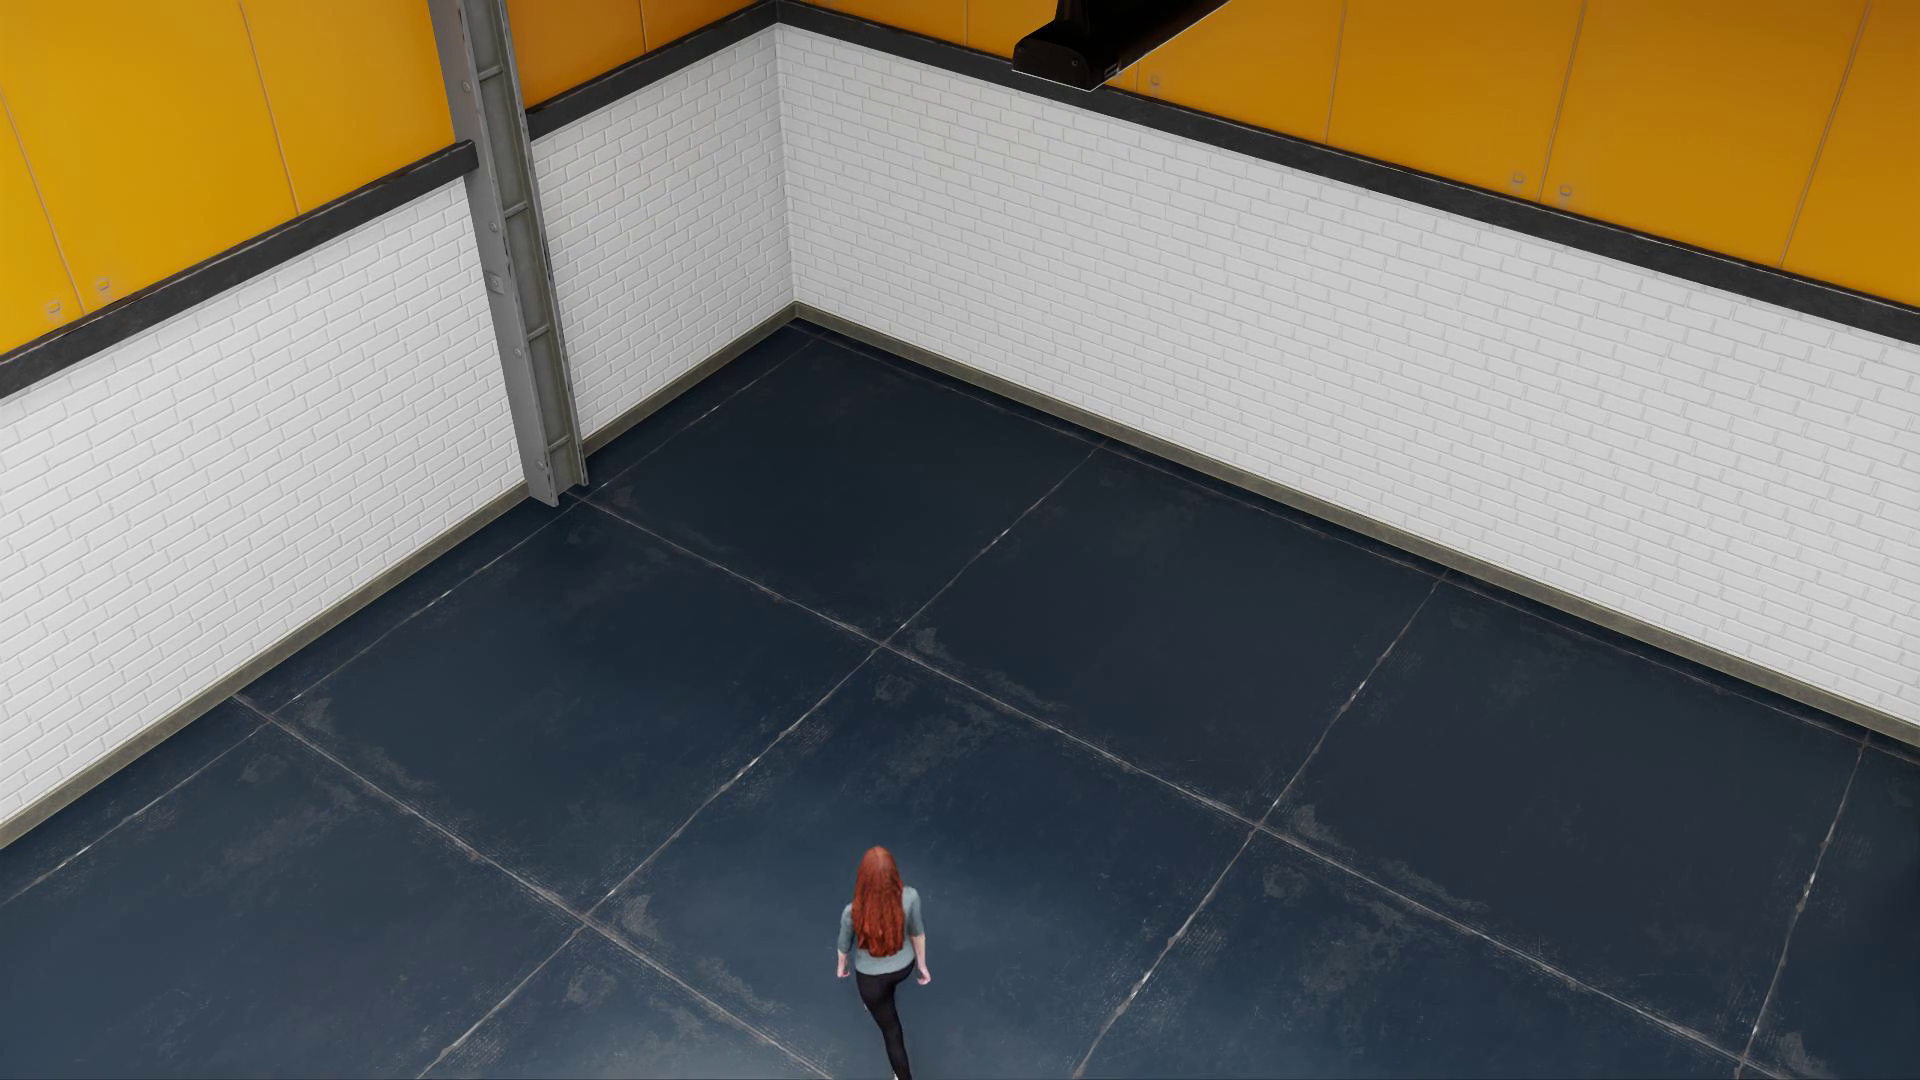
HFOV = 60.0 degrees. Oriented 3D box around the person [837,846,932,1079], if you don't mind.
[{"bbox_3d":[-0.366,2.312,8.630,1.163,1.689,1.106,-13,40,-16],"label":"person"}]
